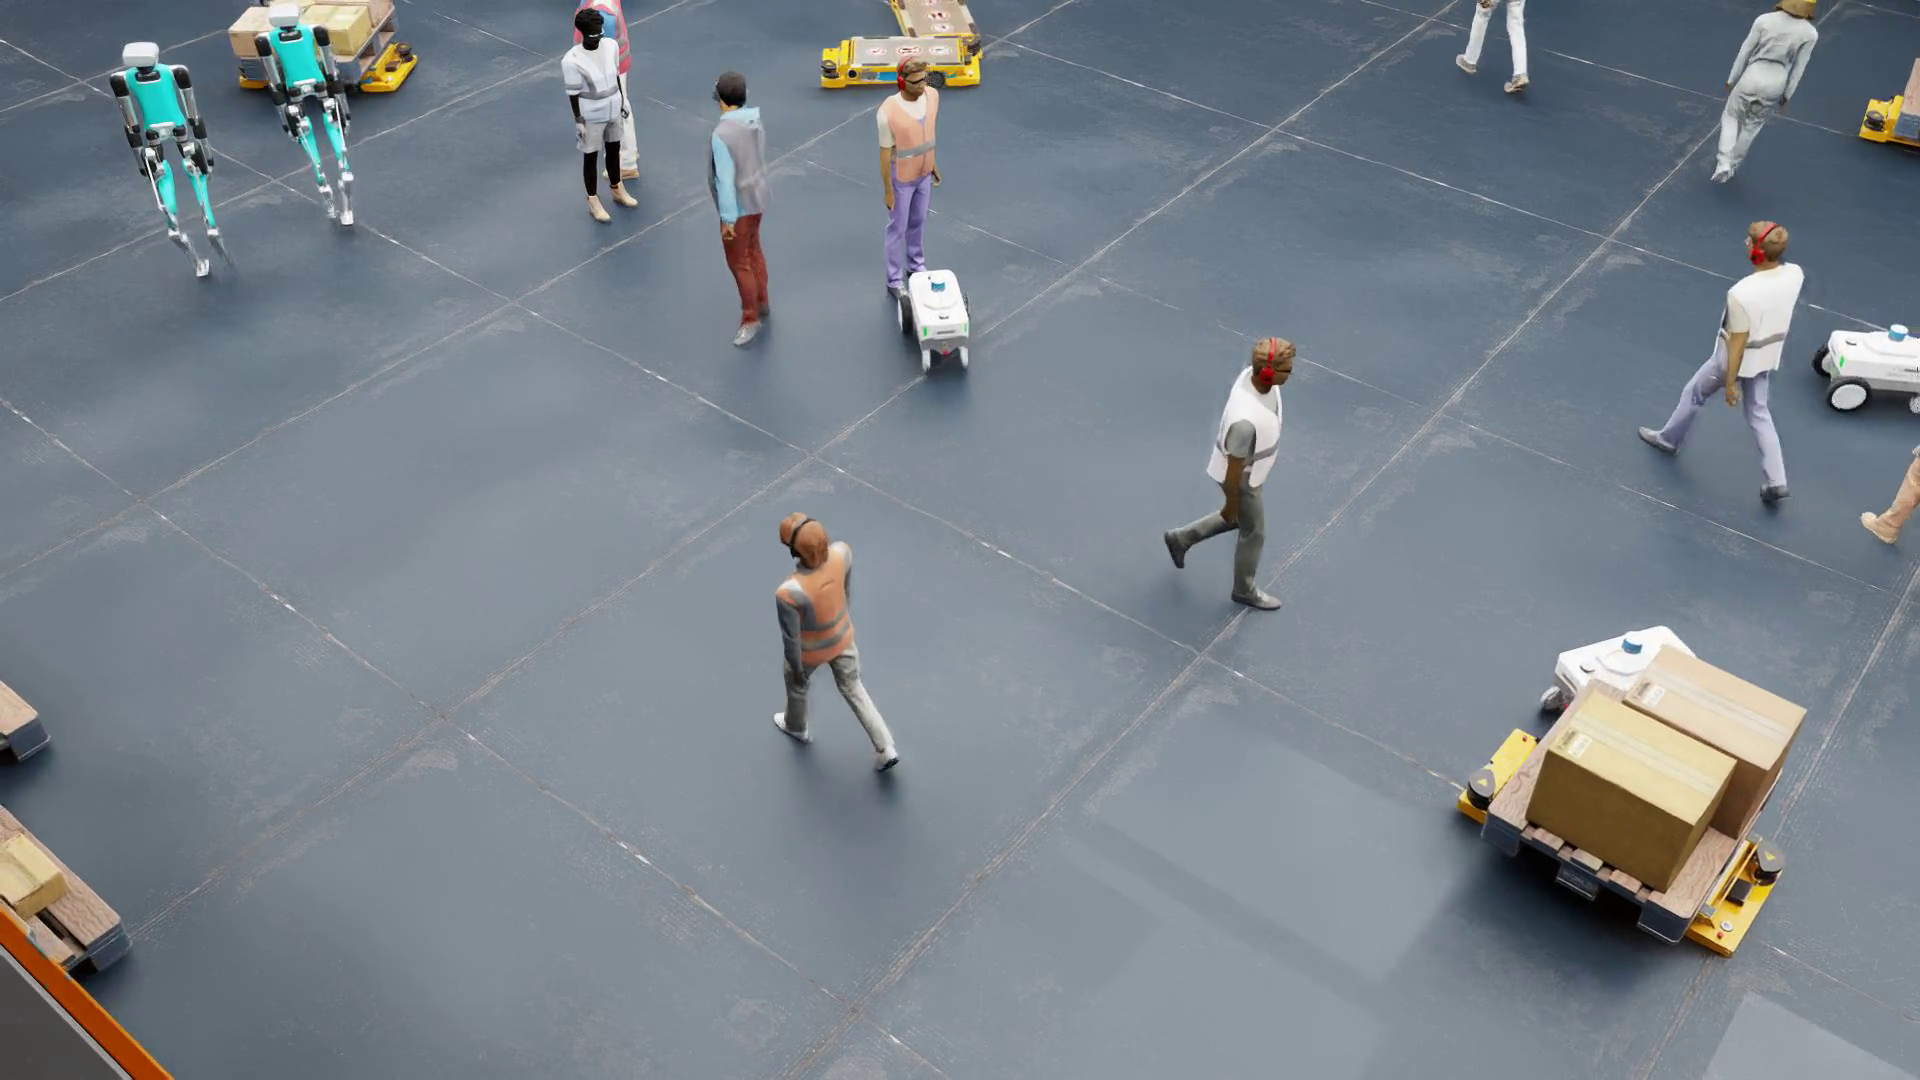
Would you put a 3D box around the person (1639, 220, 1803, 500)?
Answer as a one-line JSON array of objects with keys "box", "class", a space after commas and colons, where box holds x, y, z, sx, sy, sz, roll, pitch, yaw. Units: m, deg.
[{"box": [4.837, -1.095, 10.195, 0.578, 1.786, 1.011, -17, 43, -19], "class": "person"}]

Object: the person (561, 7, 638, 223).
[{"box": [-2.785, -3.302, 12.862, 0.321, 1.690, 0.536, 29, 48, 30], "class": "person"}]

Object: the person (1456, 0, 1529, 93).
[{"box": [4.834, -4.882, 14.602, 0.566, 1.851, 0.903, -8, 41, -10], "class": "person"}]

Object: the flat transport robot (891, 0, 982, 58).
[{"box": [-0.238, -4.939, 15.888, 0.659, 0.231, 1.431, -7, 41, -8], "class": "flat transport robot"}]

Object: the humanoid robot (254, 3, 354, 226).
[{"box": [-4.886, -3.135, 12.633, 0.547, 1.769, 0.920, -14, 42, -16], "class": "humanoid robot"}]

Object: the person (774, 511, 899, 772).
[{"box": [-0.672, 0.536, 8.408, 0.507, 1.608, 0.775, -31, 49, -32], "class": "person"}]

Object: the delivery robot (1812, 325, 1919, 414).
[{"box": [6.214, -1.174, 11.252, 0.796, 0.613, 0.499, 7, 41, 8], "class": "delivery robot"}]

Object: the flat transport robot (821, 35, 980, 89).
[{"box": [-0.544, -4.373, 15.222, 1.431, 0.231, 0.659, -1, 40, -1], "class": "flat transport robot"}]

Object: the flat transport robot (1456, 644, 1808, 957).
[{"box": [3.310, 1.464, 8.356, 1.431, 0.231, 0.659, 29, 48, 30], "class": "flat transport robot"}]

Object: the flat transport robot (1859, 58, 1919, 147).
[{"box": [8.490, -3.476, 14.167, 1.431, 0.231, 0.659, 20, 44, 22], "class": "flat transport robot"}]

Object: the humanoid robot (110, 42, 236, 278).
[{"box": [-5.676, -2.611, 12.067, 0.532, 1.850, 0.773, -12, 42, -14], "class": "humanoid robot"}]

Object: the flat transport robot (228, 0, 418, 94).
[{"box": [-5.759, -4.325, 15.166, 1.431, 0.231, 0.659, 3, 40, 3], "class": "flat transport robot"}]

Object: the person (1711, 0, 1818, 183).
[{"box": [6.362, -3.583, 13.180, 0.539, 1.700, 0.543, 16, 43, 18], "class": "person"}]

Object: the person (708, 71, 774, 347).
[{"box": [-1.543, -2.285, 11.555, 0.415, 1.847, 0.732, 14, 42, 16], "class": "person"}]

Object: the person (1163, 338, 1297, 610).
[{"box": [1.553, -0.382, 9.327, 0.662, 1.820, 0.568, 11, 41, 12], "class": "person"}]

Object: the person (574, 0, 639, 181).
[{"box": [-2.850, -3.793, 13.341, 0.431, 1.837, 0.619, -6, 41, -8], "class": "person"}]

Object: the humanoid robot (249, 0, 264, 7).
[{"box": [-6.777, -5.609, 15.633, 0.596, 1.632, 0.786, -24, 46, -26], "class": "humanoid robot"}]

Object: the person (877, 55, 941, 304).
[{"box": [-0.366, -2.610, 11.931, 0.389, 1.845, 0.562, 29, 48, 30], "class": "person"}]

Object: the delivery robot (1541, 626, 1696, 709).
[{"box": [3.596, 0.741, 8.993, 0.781, 0.605, 0.499, -13, 42, -15], "class": "delivery robot"}]

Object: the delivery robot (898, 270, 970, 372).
[{"box": [-0.155, -1.597, 11.733, 0.499, 0.591, 0.768, -6, 41, -7], "class": "delivery robot"}]

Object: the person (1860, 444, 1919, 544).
[{"box": [5.880, -0.561, 9.625, 0.533, 1.722, 0.696, -4, 41, -5], "class": "person"}]
